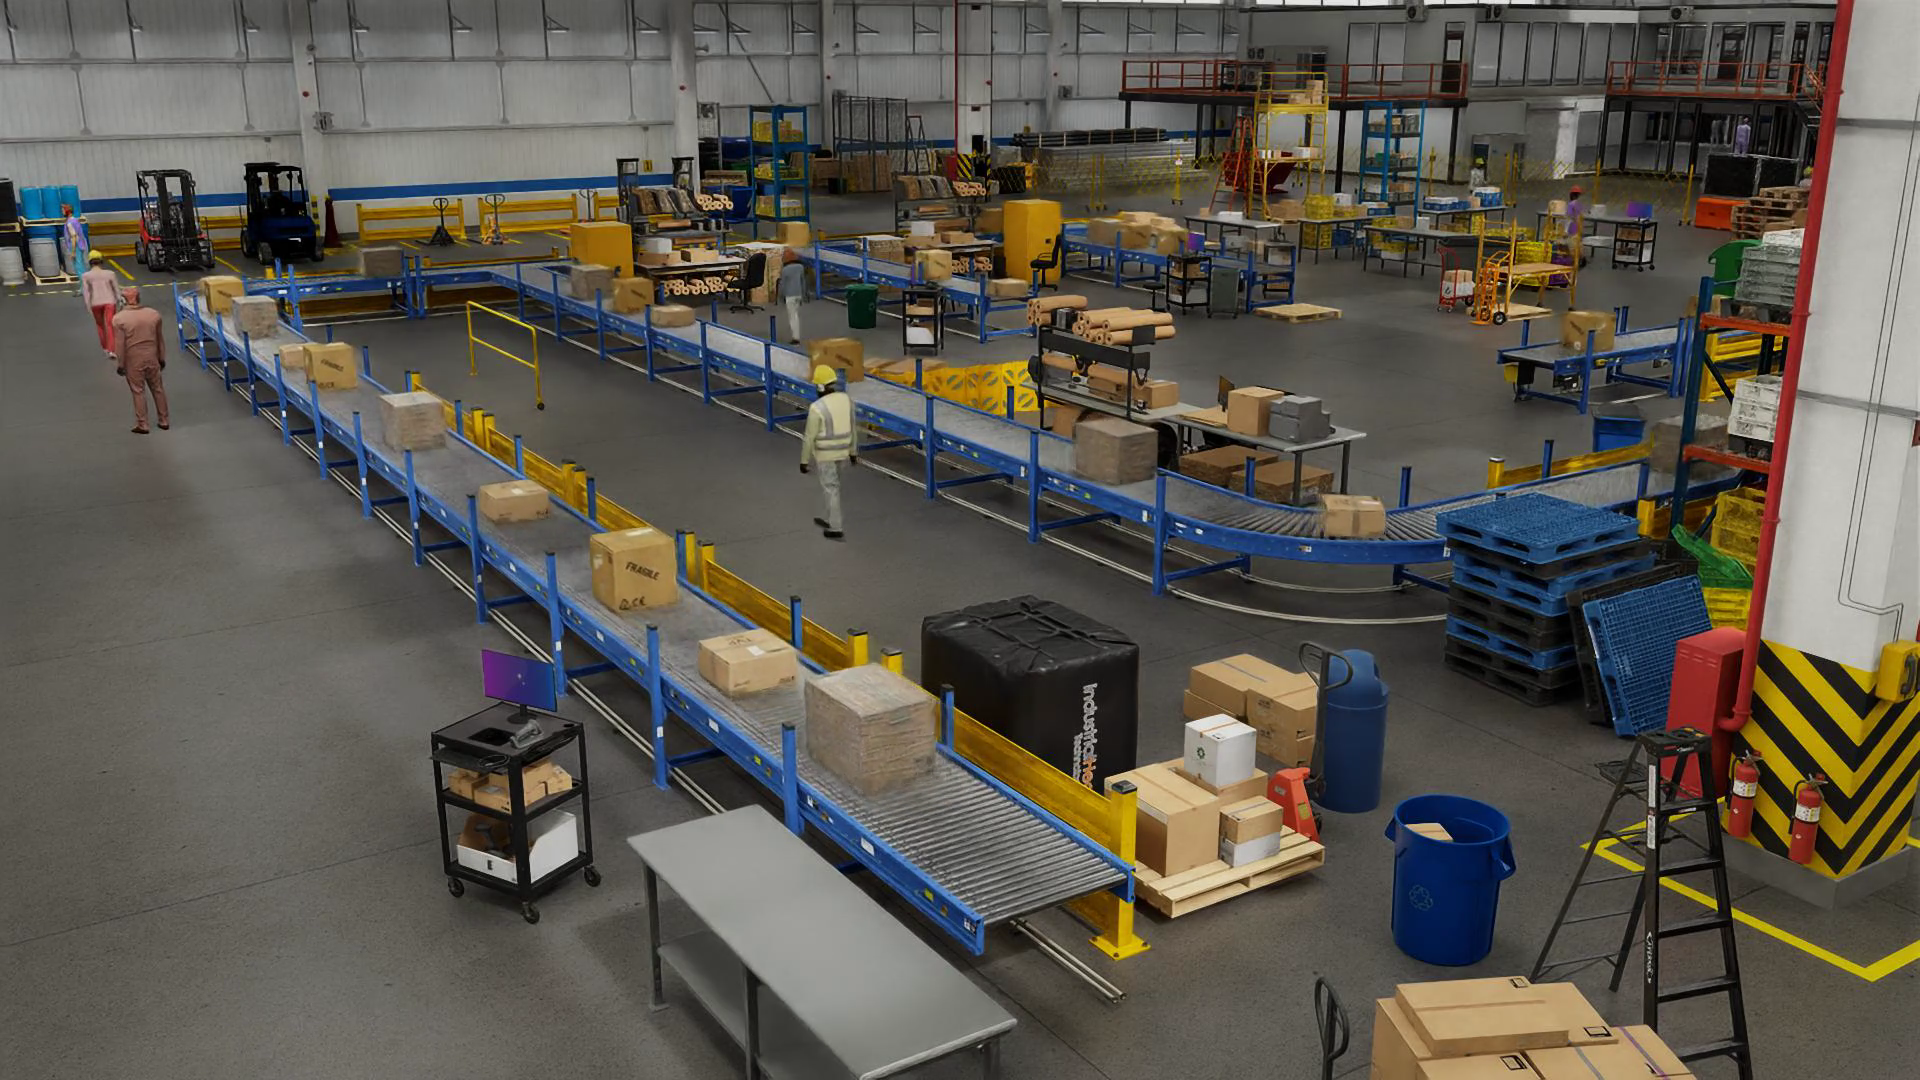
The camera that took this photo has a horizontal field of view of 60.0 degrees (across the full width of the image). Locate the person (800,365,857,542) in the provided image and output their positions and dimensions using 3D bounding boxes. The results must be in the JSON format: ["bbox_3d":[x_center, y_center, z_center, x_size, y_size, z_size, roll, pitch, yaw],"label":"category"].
[{"bbox_3d":[-1.423,-0.904,17.036,0.690,1.810,0.625,14,22,40],"label":"person"}]

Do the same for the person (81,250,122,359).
[{"bbox_3d":[-13.843,-3.804,26.859,0.526,1.723,0.915,-6,18,-18],"label":"person"}]

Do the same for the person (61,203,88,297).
[{"bbox_3d":[-17.681,-5.803,33.287,0.390,1.846,0.564,-5,17,-16],"label":"person"}]

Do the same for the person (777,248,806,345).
[{"bbox_3d":[-2.844,-4.092,27.983,0.522,1.612,0.497,-16,23,-42],"label":"person"}]

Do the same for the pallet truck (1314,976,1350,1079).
[{"bbox_3d":[2.299,2.390,7.086,1.601,1.201,0.680,-2,17,-7],"label":"pallet truck"}]

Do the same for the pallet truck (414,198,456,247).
[{"bbox_3d":[-13.250,-8.060,41.856,0.680,1.201,1.601,-10,20,-31],"label":"pallet truck"}]

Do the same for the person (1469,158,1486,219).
[{"bbox_3d":[14.853,-10.073,47.688,0.496,1.741,0.346,-12,21,-35],"label":"person"}]

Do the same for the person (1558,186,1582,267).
[{"bbox_3d":[13.371,-6.812,36.534,0.400,1.920,0.577,13,21,37],"label":"person"}]

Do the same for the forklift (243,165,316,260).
[{"bbox_3d":[-15.898,-7.669,38.708,1.157,1.987,2.680,-11,20,-33],"label":"forklift"}]

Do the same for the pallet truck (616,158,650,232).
[{"bbox_3d":[-8.918,-9.176,44.255,0.823,1.965,1.885,-9,19,-27],"label":"pallet truck"}]

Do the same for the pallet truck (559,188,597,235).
[{"bbox_3d":[-10.010,-8.652,43.699,0.653,1.274,1.630,-10,20,-31],"label":"pallet truck"}]

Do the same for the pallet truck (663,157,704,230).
[{"bbox_3d":[-7.586,-9.308,44.692,0.823,1.965,1.885,-11,20,-33],"label":"pallet truck"}]

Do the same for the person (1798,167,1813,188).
[{"bbox_3d":[22.121,-8.843,43.503,0.590,1.800,0.901,-7,18,-23],"label":"person"}]

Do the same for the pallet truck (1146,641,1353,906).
[{"bbox_3d":[1.664,1.407,10.232,1.630,1.274,0.653,-10,20,-31],"label":"pallet truck"}]

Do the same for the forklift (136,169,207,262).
[{"bbox_3d":[-17.842,-7.318,37.559,1.157,1.987,2.680,-10,20,-31],"label":"forklift"}]

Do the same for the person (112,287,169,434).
[{"bbox_3d":[-10.693,-2.345,21.684,0.402,1.904,0.652,12,20,34],"label":"person"}]

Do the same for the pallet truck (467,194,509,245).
[{"bbox_3d":[-11.983,-8.177,42.137,0.704,1.261,1.522,-11,20,-33],"label":"pallet truck"}]
